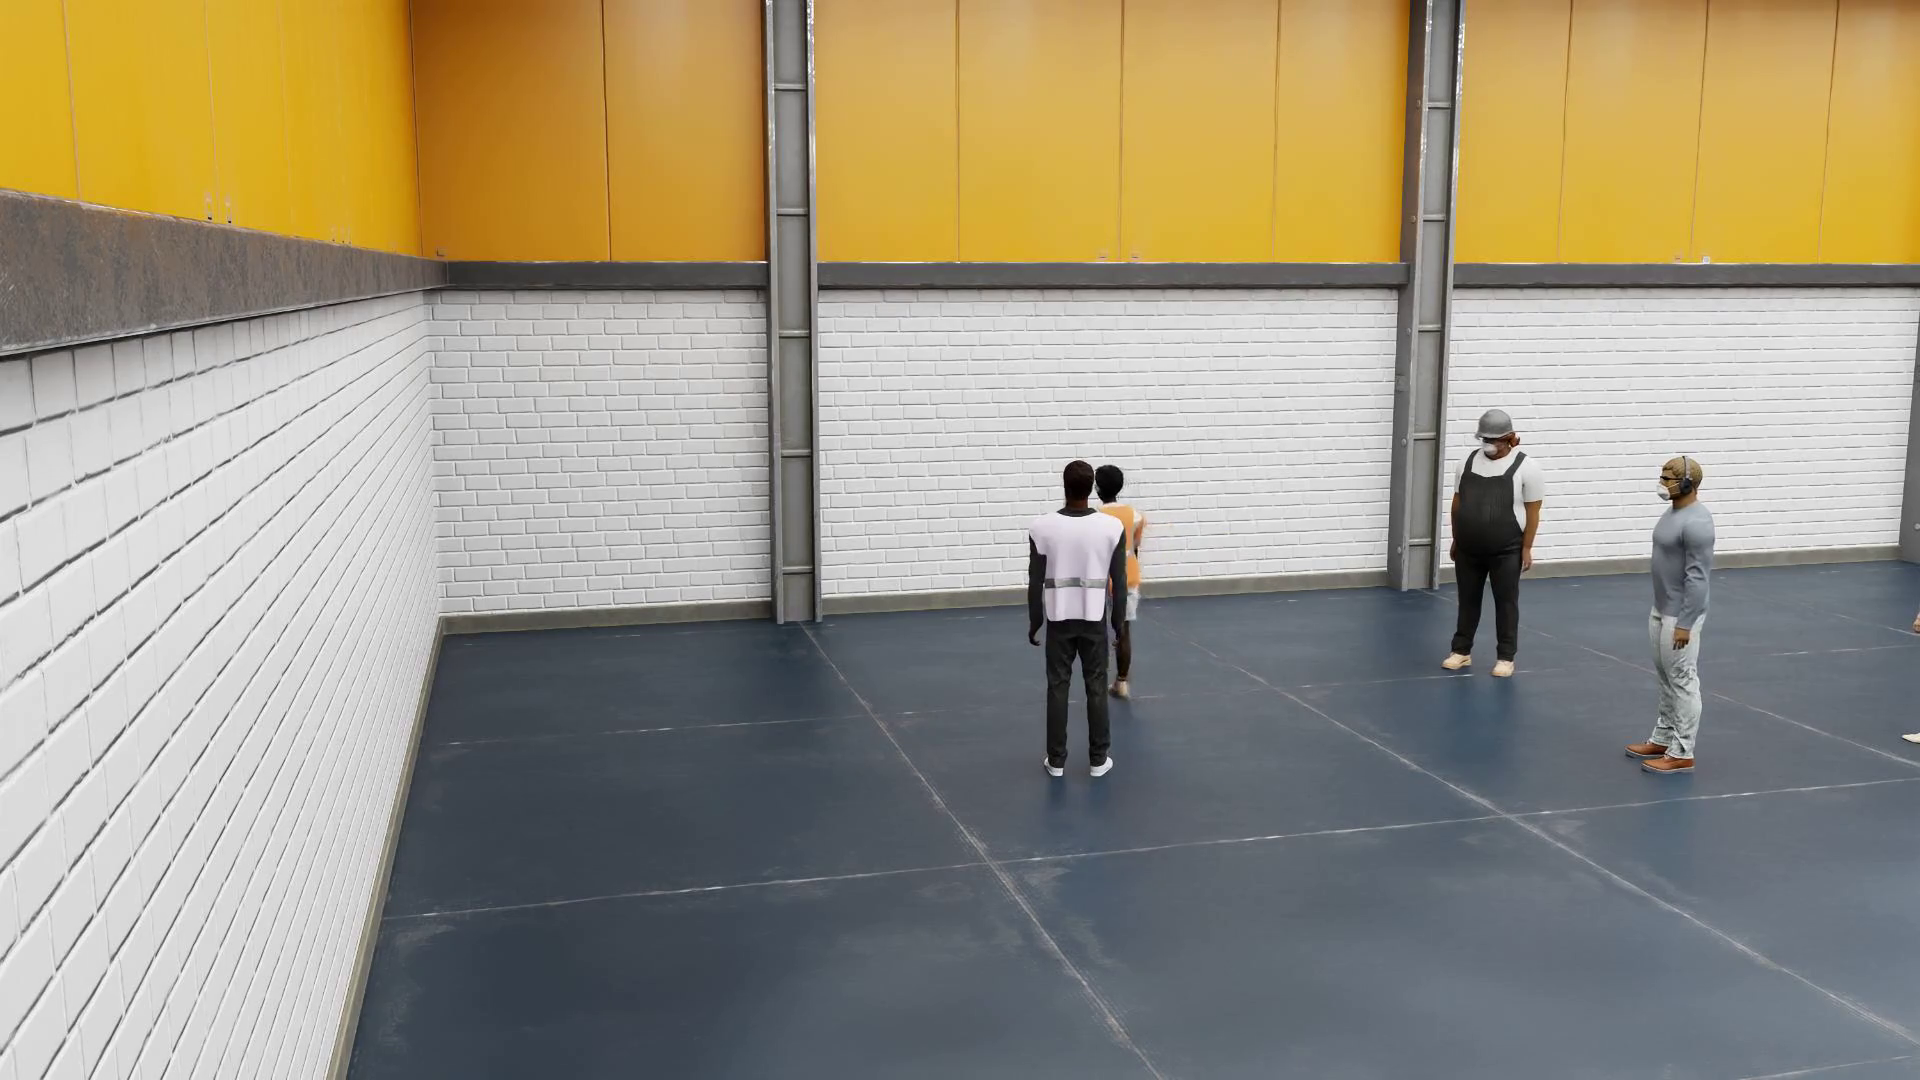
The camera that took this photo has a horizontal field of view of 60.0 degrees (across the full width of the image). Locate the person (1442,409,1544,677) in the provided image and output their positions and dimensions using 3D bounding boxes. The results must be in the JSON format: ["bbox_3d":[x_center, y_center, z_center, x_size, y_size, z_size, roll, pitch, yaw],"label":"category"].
[{"bbox_3d":[3.995,0.009,12.563,0.673,2.000,0.536,8,12,40],"label":"person"}]

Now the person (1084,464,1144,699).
[{"bbox_3d":[1.067,0.303,11.864,0.535,1.685,0.389,-3,10,-20],"label":"person"}]

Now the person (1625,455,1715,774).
[{"bbox_3d":[4.352,0.451,10.126,0.373,1.940,0.629,1,9,7],"label":"person"}]

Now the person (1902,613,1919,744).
[{"bbox_3d":[6.343,0.454,10.671,0.522,1.761,0.322,-4,10,-22],"label":"person"}]

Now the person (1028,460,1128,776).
[{"bbox_3d":[0.707,0.479,10.013,0.598,1.917,0.378,1,9,4],"label":"person"}]
